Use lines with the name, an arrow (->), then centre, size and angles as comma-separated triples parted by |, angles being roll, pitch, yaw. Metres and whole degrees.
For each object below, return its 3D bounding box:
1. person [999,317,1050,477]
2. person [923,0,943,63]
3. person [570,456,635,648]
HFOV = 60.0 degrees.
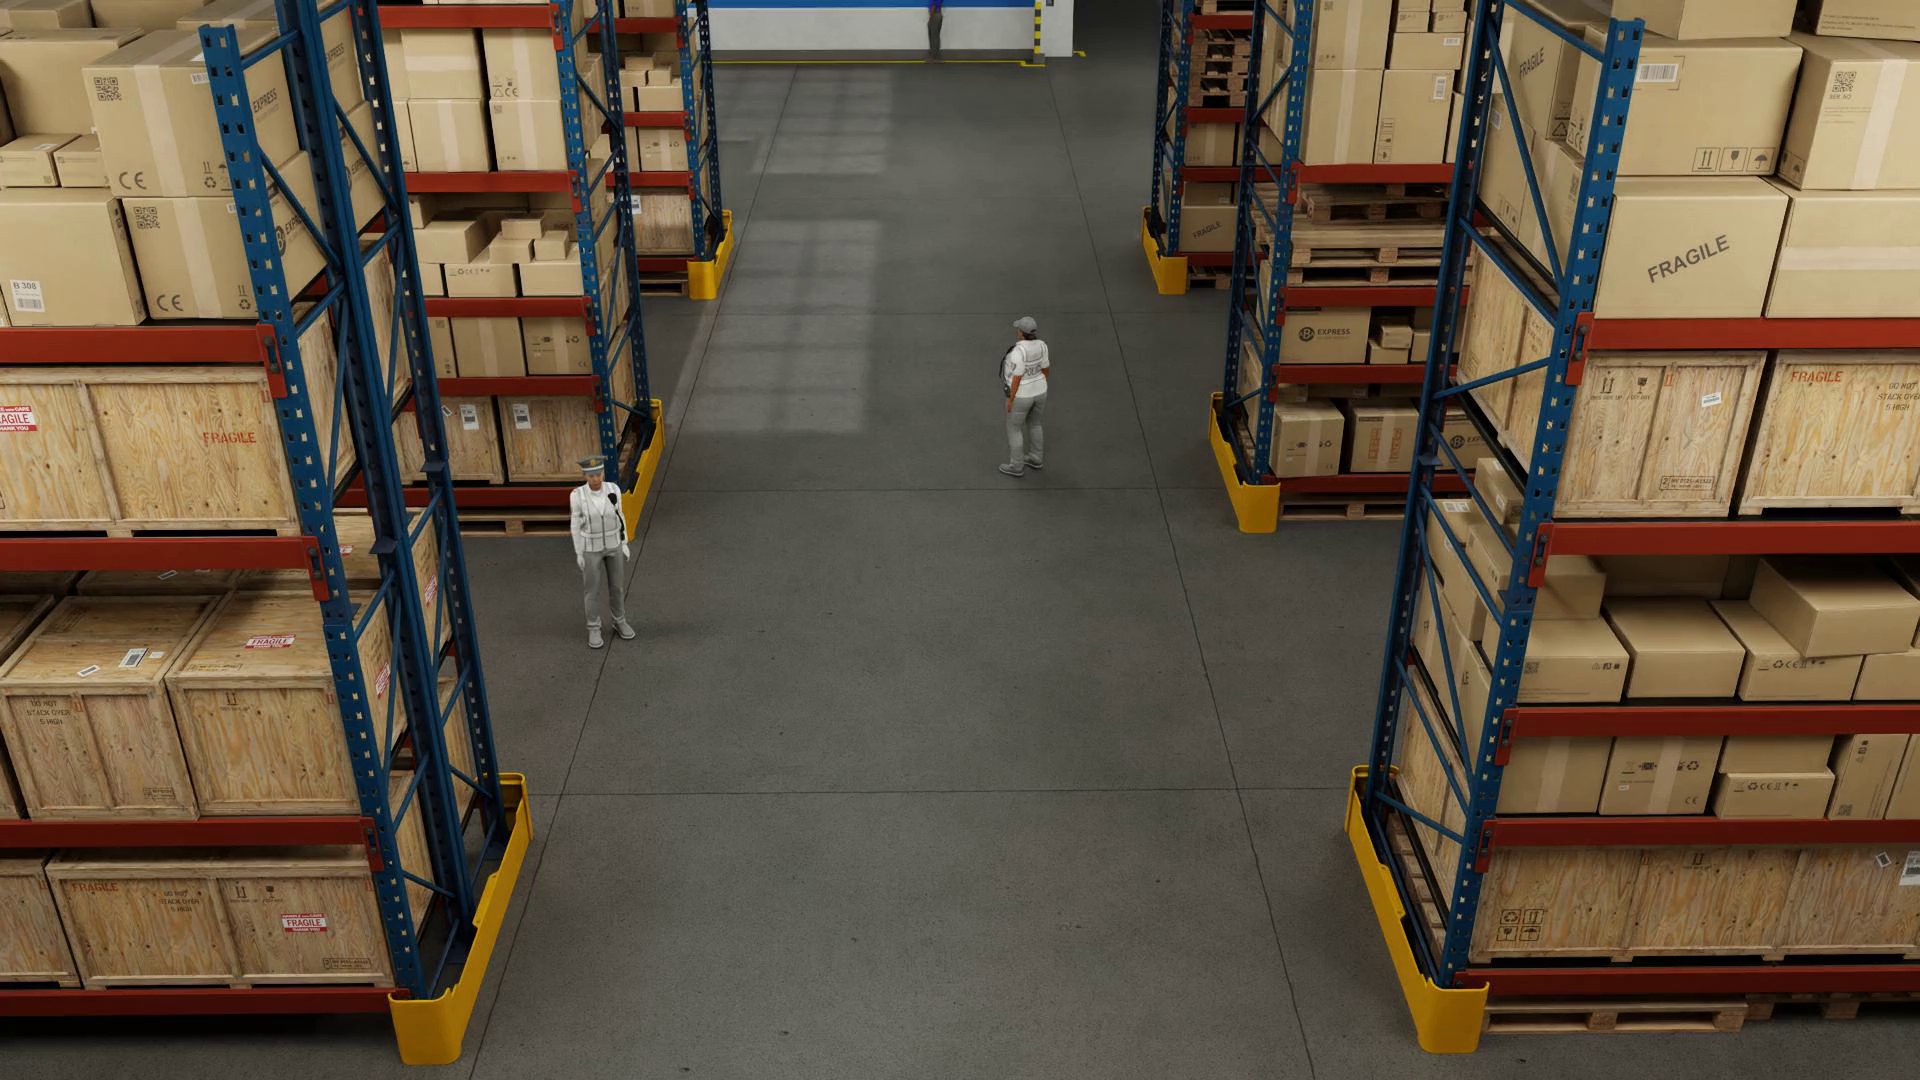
person -> 0.653, -1.458, 16.728 | 0.465, 1.664, 0.387 | -22, 35, -35
person -> -0.534, -10.513, 33.541 | 0.409, 1.666, 0.495 | 7, 29, 12
person -> -2.984, 0.065, 13.867 | 0.461, 1.694, 0.355 | -15, 32, -25
